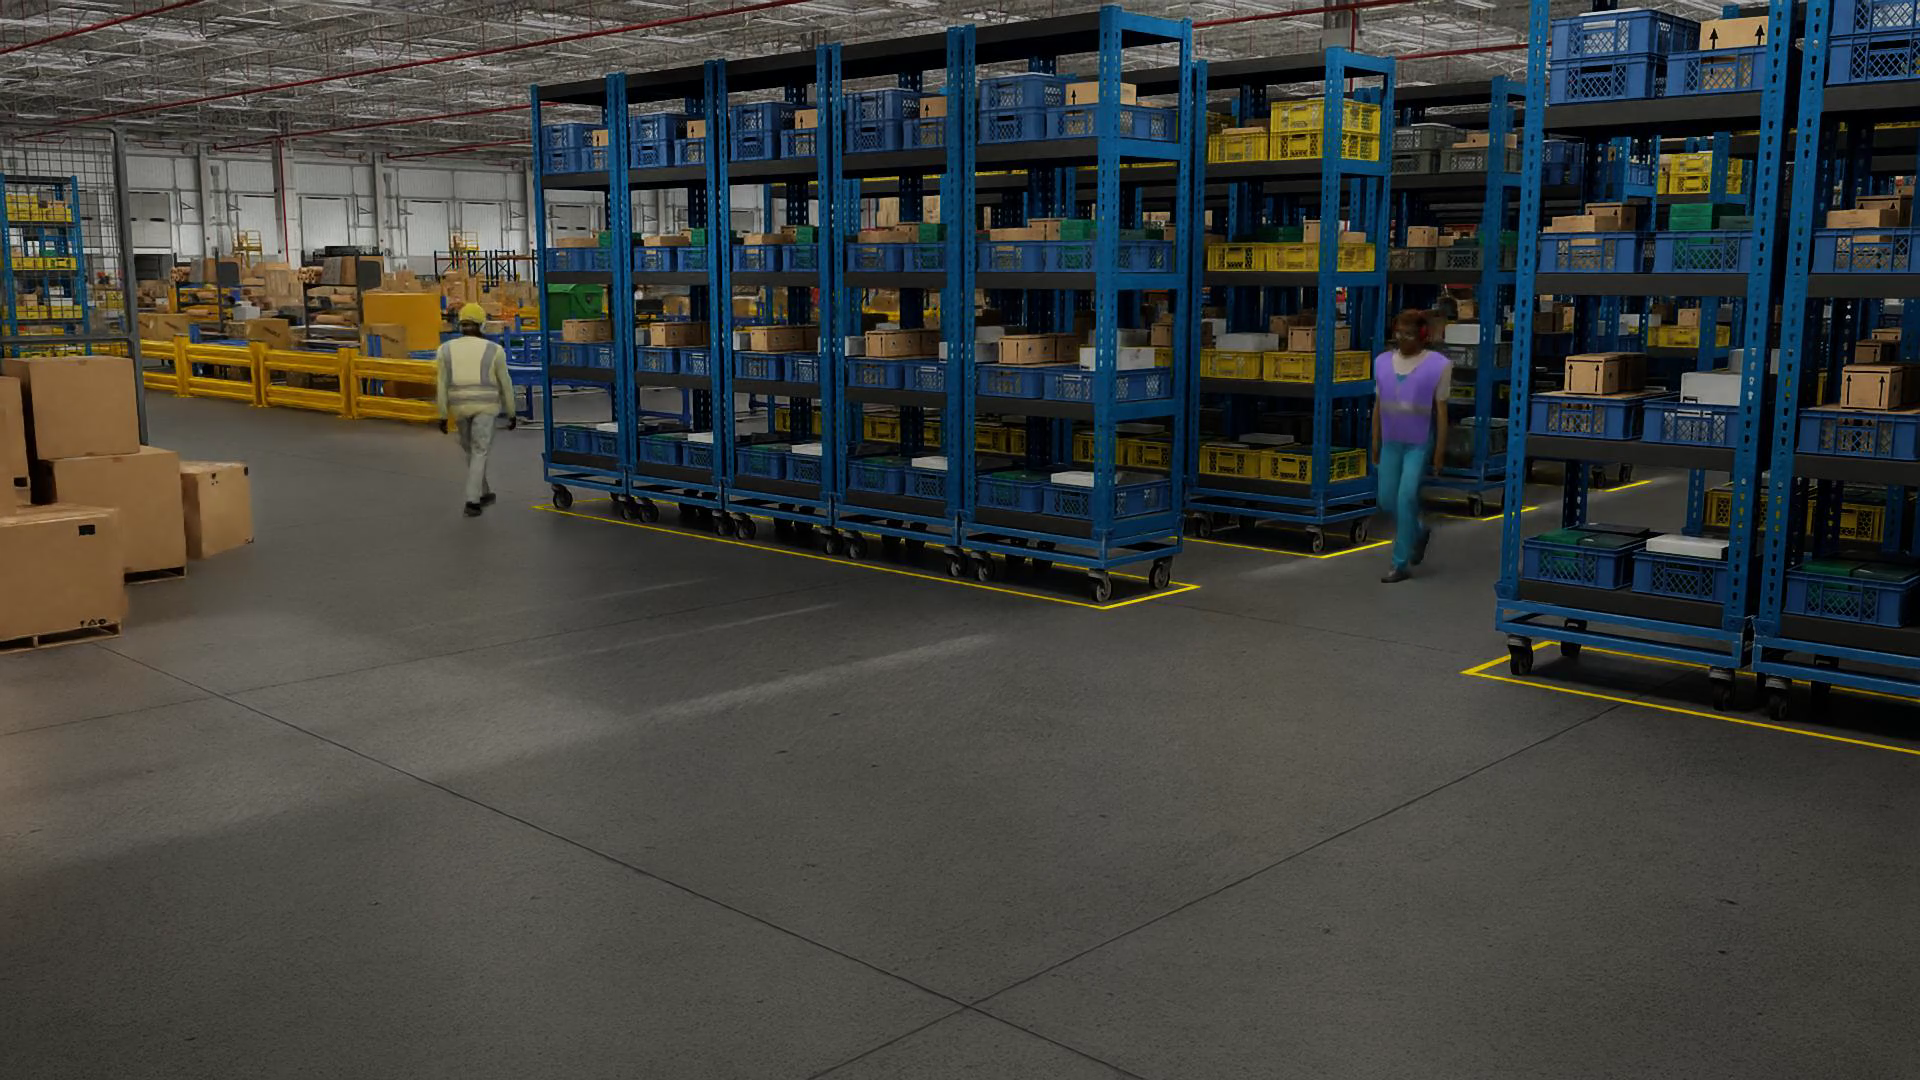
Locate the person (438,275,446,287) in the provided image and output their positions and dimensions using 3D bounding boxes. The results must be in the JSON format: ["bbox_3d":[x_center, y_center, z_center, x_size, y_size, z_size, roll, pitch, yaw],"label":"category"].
[{"bbox_3d":[-17.637,-8.120,56.922,0.737,1.833,0.562,-7,12,-39],"label":"person"}]

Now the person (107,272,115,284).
[{"bbox_3d":[-38.270,-11.096,74.837,0.403,1.944,0.605,4,10,23],"label":"person"}]

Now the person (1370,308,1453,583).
[{"bbox_3d":[3.009,-0.636,11.081,0.574,1.818,0.570,-9,13,-43],"label":"person"}]

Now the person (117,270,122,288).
[{"bbox_3d":[-26.227,-7.457,52.229,0.614,2.040,0.390,3,10,20],"label":"person"}]

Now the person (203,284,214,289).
[{"bbox_3d":[-19.688,-5.824,43.182,0.775,1.724,0.546,-7,11,-36],"label":"person"}]

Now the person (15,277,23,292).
[{"bbox_3d":[-43.418,-11.370,76.654,0.760,1.908,0.563,-2,10,-15],"label":"person"}]

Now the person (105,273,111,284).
[{"bbox_3d":[-37.414,-10.753,72.817,0.611,1.912,0.500,6,11,33],"label":"person"}]

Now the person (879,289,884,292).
[{"bbox_3d":[-3.321,-10.343,71.009,0.541,1.678,0.535,2,9,10],"label":"person"}]

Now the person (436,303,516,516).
[{"bbox_3d":[-4.105,-1.113,14.137,0.613,1.783,0.946,0,9,3],"label":"person"}]

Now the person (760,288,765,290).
[{"bbox_3d":[-9.731,-12.019,80.649,0.958,1.891,0.567,-2,10,-15],"label":"person"}]

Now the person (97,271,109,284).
[{"bbox_3d":[-33.886,-9.640,65.764,0.623,1.993,0.388,5,11,29],"label":"person"}]

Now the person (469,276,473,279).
[{"bbox_3d":[-24.015,-12.083,81.531,0.892,1.725,0.530,7,12,37],"label":"person"}]

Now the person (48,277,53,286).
[{"bbox_3d":[-38.422,-10.321,70.144,0.441,1.927,0.630,-6,11,-33],"label":"person"}]

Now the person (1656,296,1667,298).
[{"bbox_3d":[12.280,-3.618,29.165,0.535,1.884,0.655,3,10,19],"label":"person"}]

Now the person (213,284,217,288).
[{"bbox_3d":[-34.709,-11.451,77.693,0.492,1.719,0.660,8,12,39],"label":"person"}]

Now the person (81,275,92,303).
[{"bbox_3d":[-29.658,-8.056,56.476,0.328,1.861,0.502,2,9,10],"label":"person"}]

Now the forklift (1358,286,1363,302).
[{"bbox_3d":[11.100,-7.017,46.970,1.873,2.768,1.129,9,13,43],"label":"forklift"}]

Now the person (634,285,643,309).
[{"bbox_3d":[-10.145,-7.264,52.114,0.395,1.684,0.554,9,13,43],"label":"person"}]
